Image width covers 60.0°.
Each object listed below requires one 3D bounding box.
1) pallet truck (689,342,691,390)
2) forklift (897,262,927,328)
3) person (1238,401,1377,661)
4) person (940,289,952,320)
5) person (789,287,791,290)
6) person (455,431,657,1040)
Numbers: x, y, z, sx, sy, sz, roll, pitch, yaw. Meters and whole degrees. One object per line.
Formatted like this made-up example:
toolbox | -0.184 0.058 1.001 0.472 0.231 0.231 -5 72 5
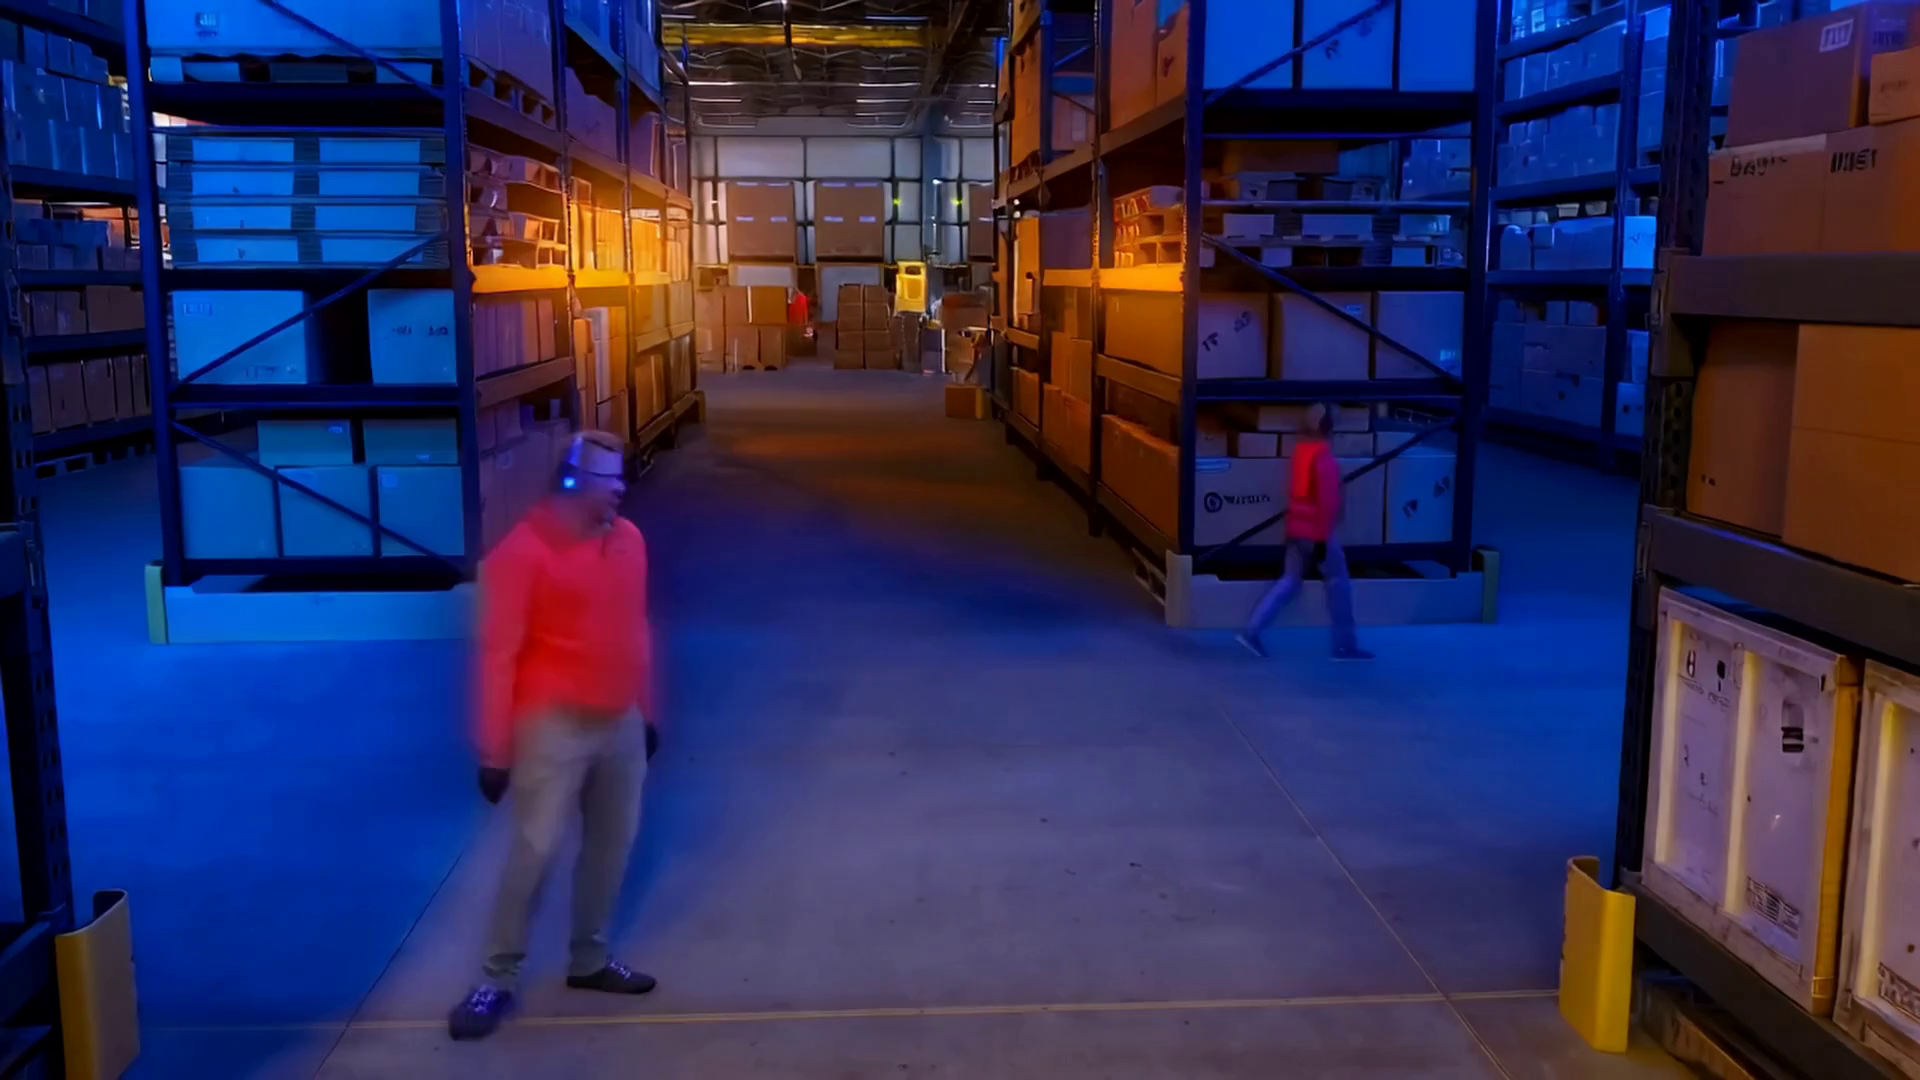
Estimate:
pallet truck | -5.225 -3.008 27.480 1.885 1.965 0.823 2 9 14
forklift | -1.725 -8.419 58.697 1.129 2.768 1.873 -1 9 -4
person | 2.107 -0.046 10.106 0.817 1.608 0.514 -2 9 -11
person | -0.436 -8.213 60.563 0.614 1.868 0.434 -2 9 -14
person | -6.208 -8.421 61.713 0.639 1.918 0.656 1 9 3
person | -1.266 0.601 5.259 0.445 1.875 0.814 7 11 36
